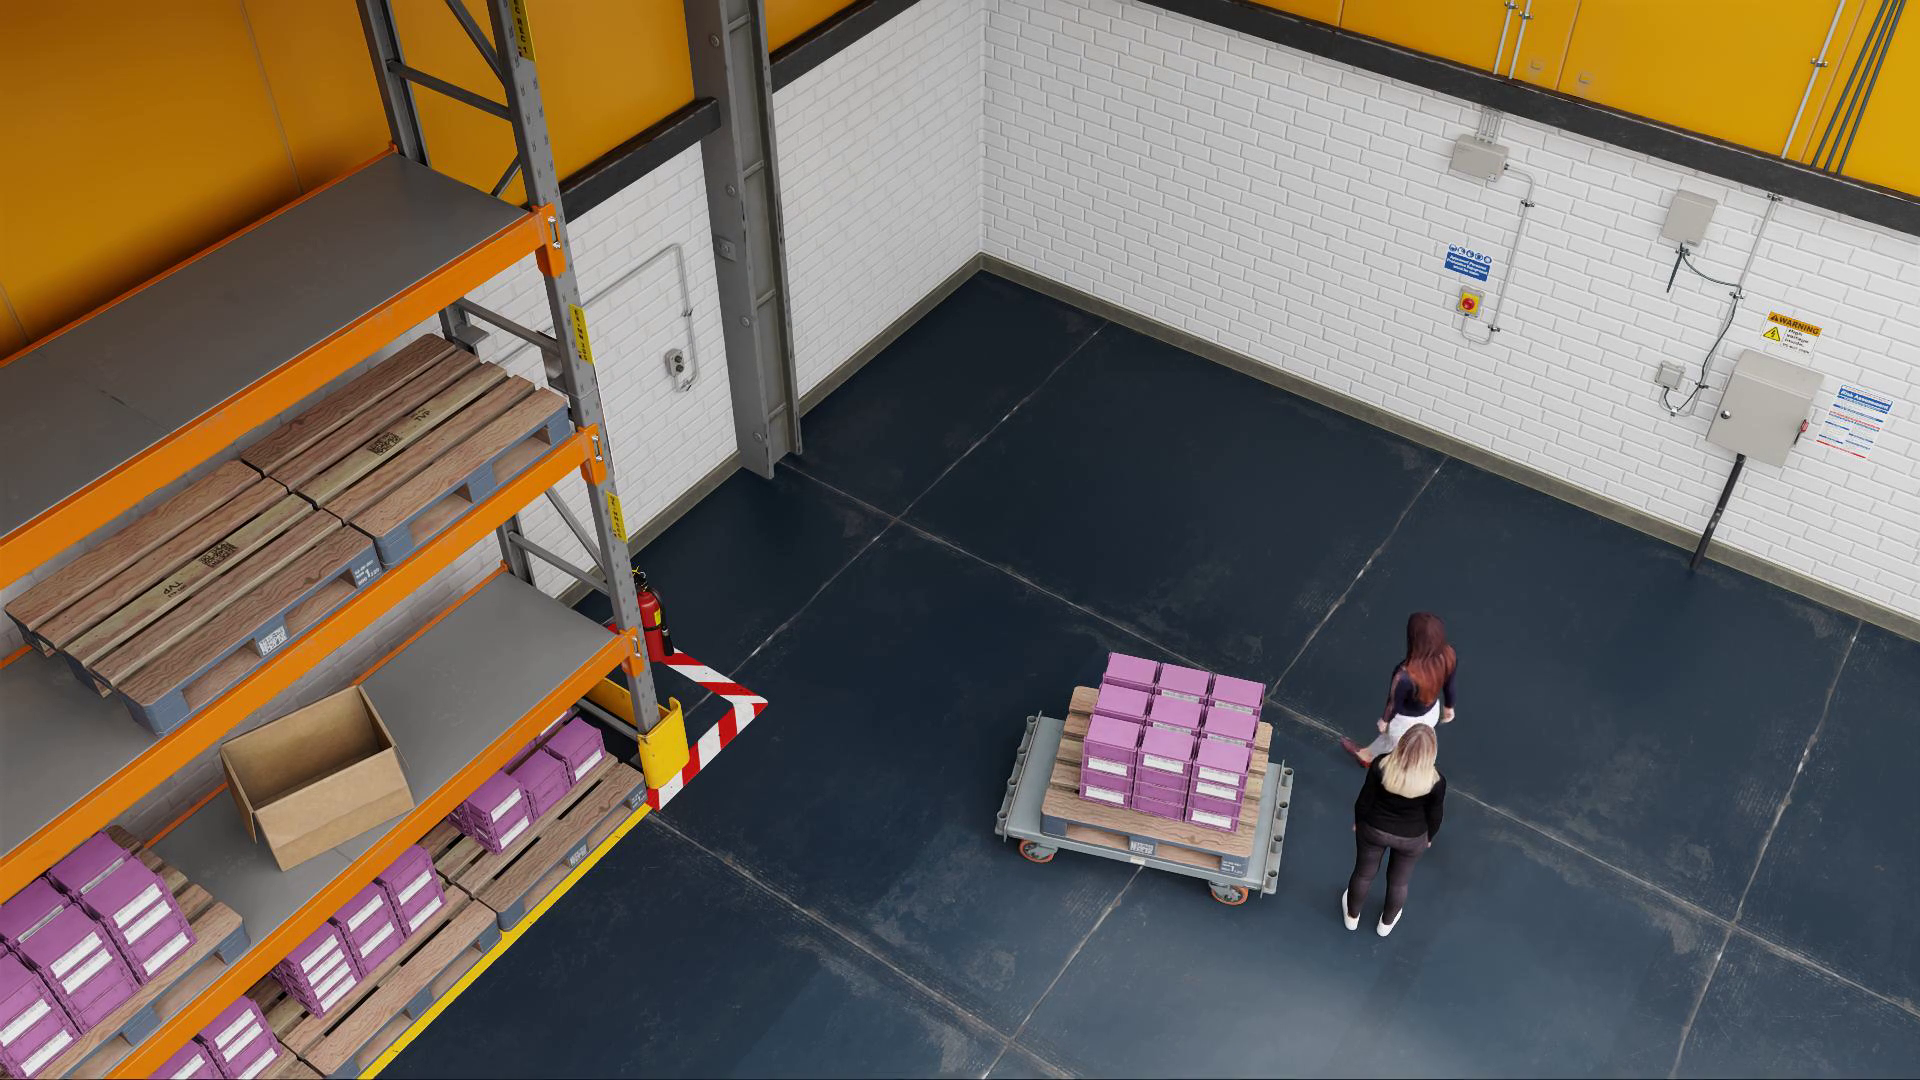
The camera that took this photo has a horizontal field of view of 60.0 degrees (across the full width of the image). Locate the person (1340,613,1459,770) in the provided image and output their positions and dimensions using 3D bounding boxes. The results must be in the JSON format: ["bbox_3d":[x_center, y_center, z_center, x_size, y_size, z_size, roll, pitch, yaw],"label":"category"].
[{"bbox_3d":[2.654,1.084,9.642,1.082,1.564,0.907,-25,49,-24],"label":"person"}]

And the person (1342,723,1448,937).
[{"bbox_3d":[2.347,1.585,9.028,0.663,1.686,0.621,13,45,13],"label":"person"}]
